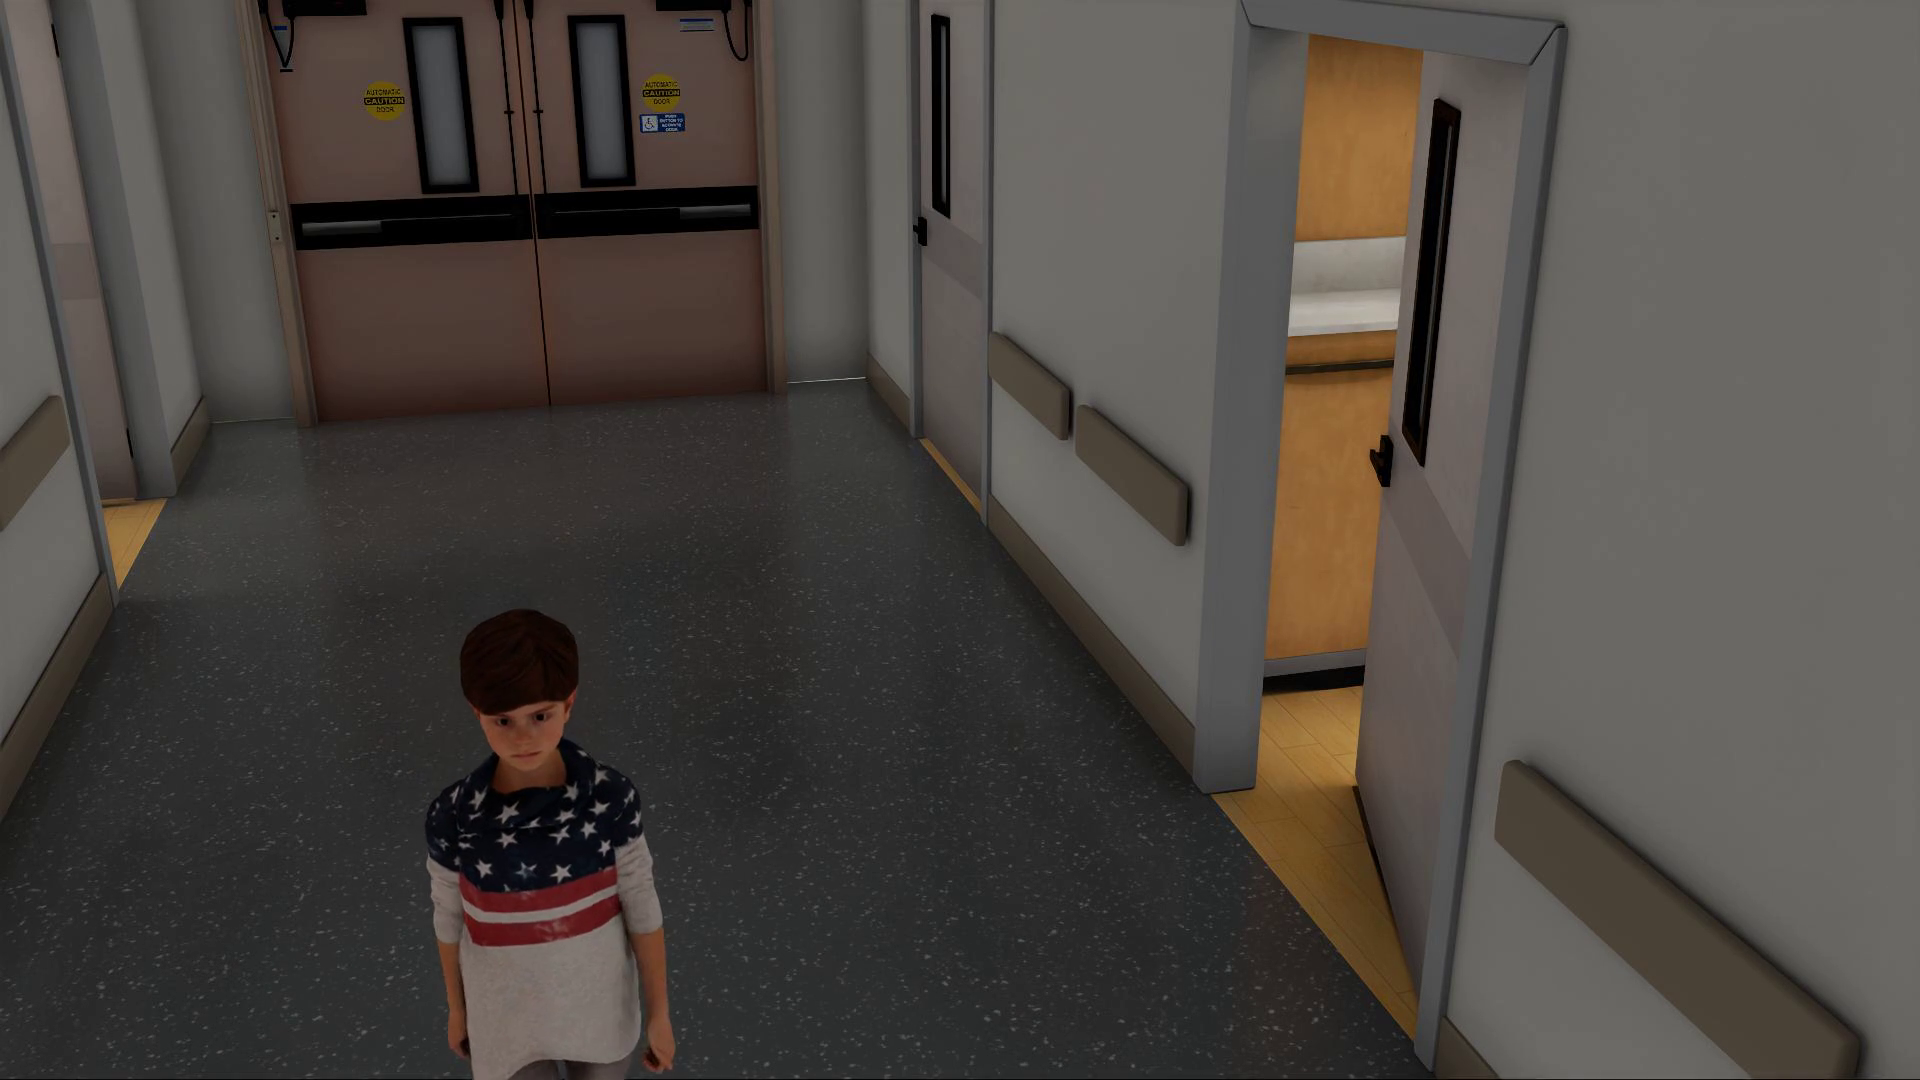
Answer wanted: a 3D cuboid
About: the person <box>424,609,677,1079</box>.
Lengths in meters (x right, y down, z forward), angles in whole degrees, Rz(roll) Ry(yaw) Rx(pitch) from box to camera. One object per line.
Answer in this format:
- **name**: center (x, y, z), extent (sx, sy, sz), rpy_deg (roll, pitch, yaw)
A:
- **person**: center (-0.728, 0.783, 2.989), extent (0.557, 1.401, 0.935), rpy_deg (-7, 22, -17)
